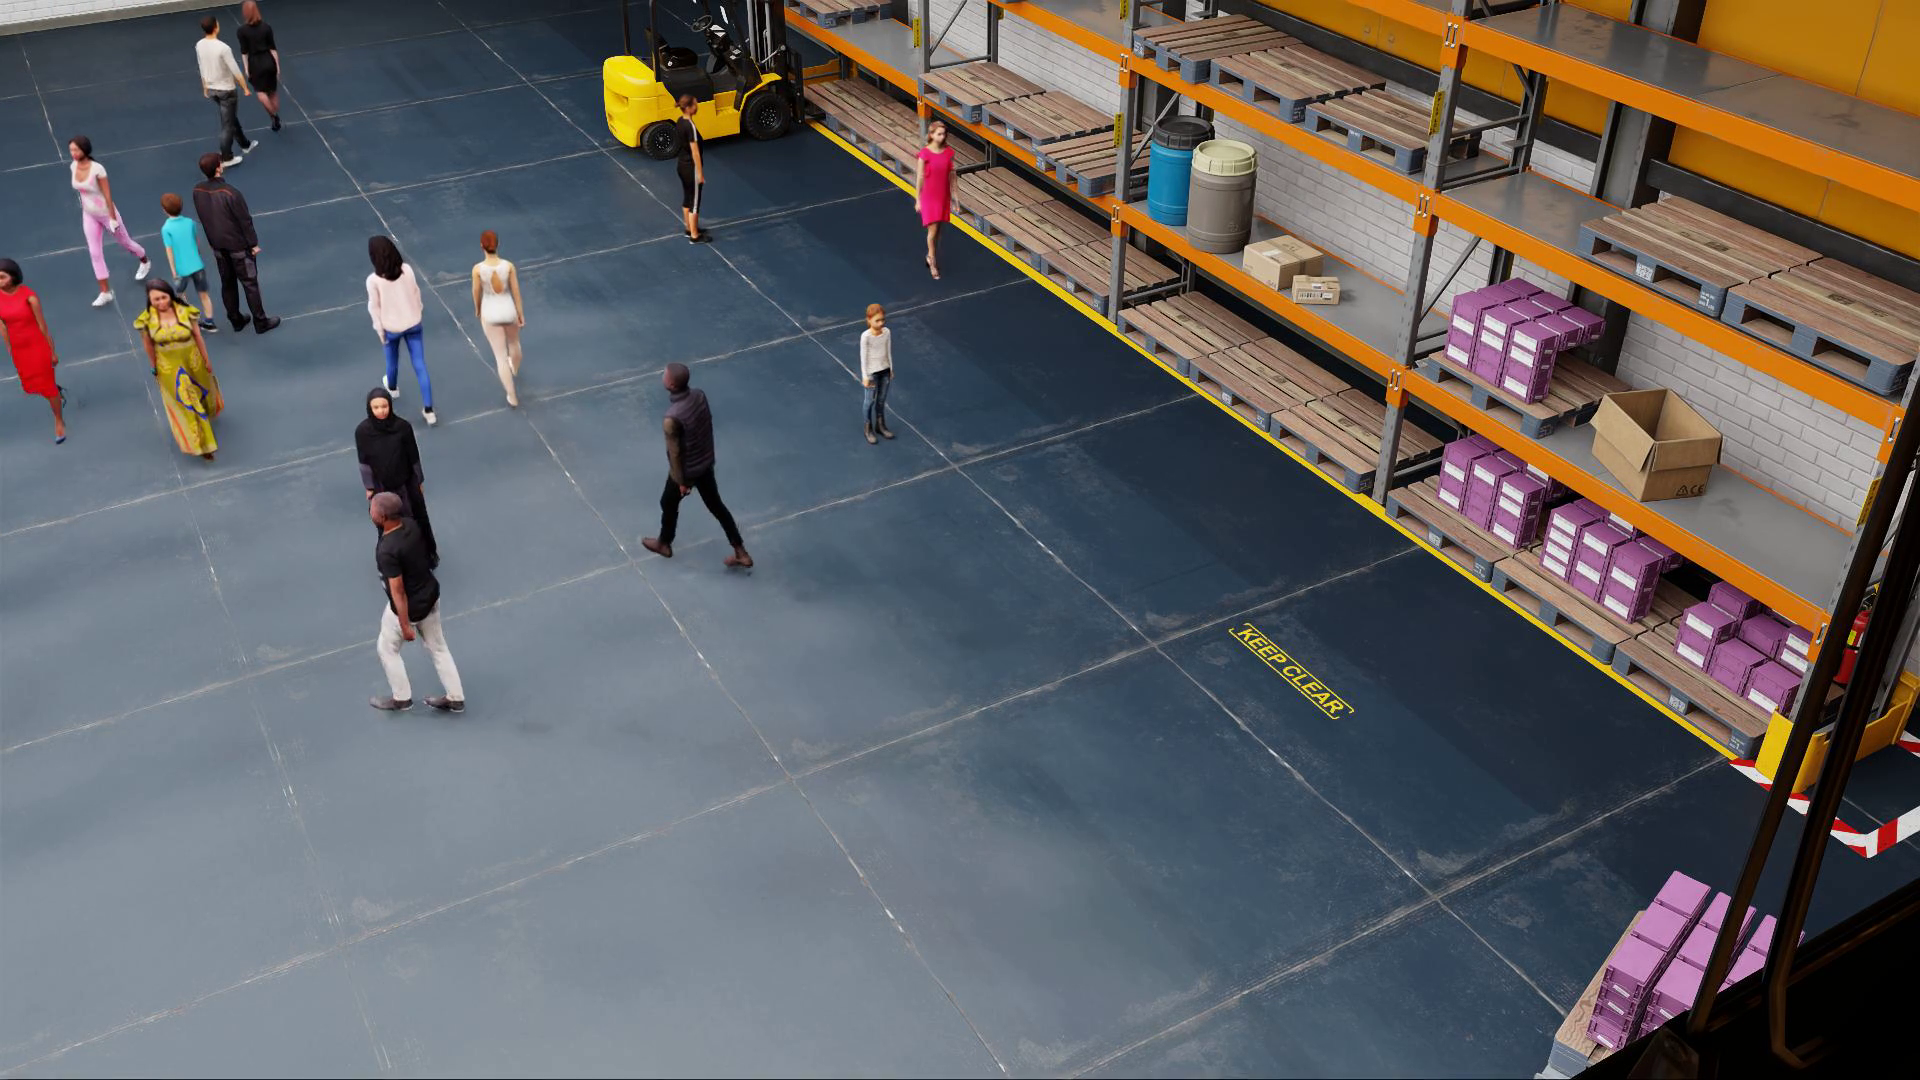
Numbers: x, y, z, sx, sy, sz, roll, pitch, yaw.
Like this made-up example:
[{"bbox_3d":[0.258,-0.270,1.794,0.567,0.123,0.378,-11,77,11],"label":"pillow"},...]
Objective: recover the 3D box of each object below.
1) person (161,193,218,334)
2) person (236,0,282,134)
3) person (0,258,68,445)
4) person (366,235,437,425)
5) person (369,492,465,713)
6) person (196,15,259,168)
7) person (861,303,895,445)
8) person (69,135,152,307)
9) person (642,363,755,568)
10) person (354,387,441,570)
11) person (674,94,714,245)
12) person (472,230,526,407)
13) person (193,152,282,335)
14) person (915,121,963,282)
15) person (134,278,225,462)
[{"bbox_3d":[-7.614,-2.717,16.478,0.769,1.434,0.673,22,39,29],"label":"person"},{"bbox_3d":[-8.842,-5.969,21.134,0.619,1.696,0.740,-21,39,-28],"label":"person"},{"bbox_3d":[-8.145,-1.703,14.685,0.737,1.730,0.857,-3,34,-4],"label":"person"},{"bbox_3d":[-4.962,-1.845,14.906,0.697,1.723,1.100,-19,38,-26],"label":"person"},{"bbox_3d":[-3.657,0.468,11.375,1.027,1.779,0.987,6,34,9],"label":"person"},{"bbox_3d":[-9.048,-5.435,20.253,1.025,1.782,1.053,12,35,18],"label":"person"},{"bbox_3d":[-0.742,-1.493,14.745,0.497,1.314,0.498,-23,40,-31],"label":"person"},{"bbox_3d":[-8.805,-3.356,17.205,1.101,1.694,1.192,7,34,10],"label":"person"},{"bbox_3d":[-1.994,-0.528,12.864,1.325,1.790,1.126,15,37,22],"label":"person"},{"bbox_3d":[-4.390,-0.467,12.929,0.689,1.618,0.729,-6,34,-9],"label":"person"},{"bbox_3d":[-2.982,-4.104,18.354,0.645,1.668,0.465,-16,37,-22],"label":"person"},{"bbox_3d":[-4.197,-1.991,15.237,0.590,1.600,1.035,-16,37,-22],"label":"person"},{"bbox_3d":[-7.210,-2.930,16.434,0.782,1.838,0.839,8,34,12],"label":"person"},{"bbox_3d":[-0.303,-3.638,17.613,0.598,1.712,0.636,-16,37,-23],"label":"person"},{"bbox_3d":[-6.814,-1.544,14.540,0.832,1.626,1.309,-22,40,-30],"label":"person"}]
